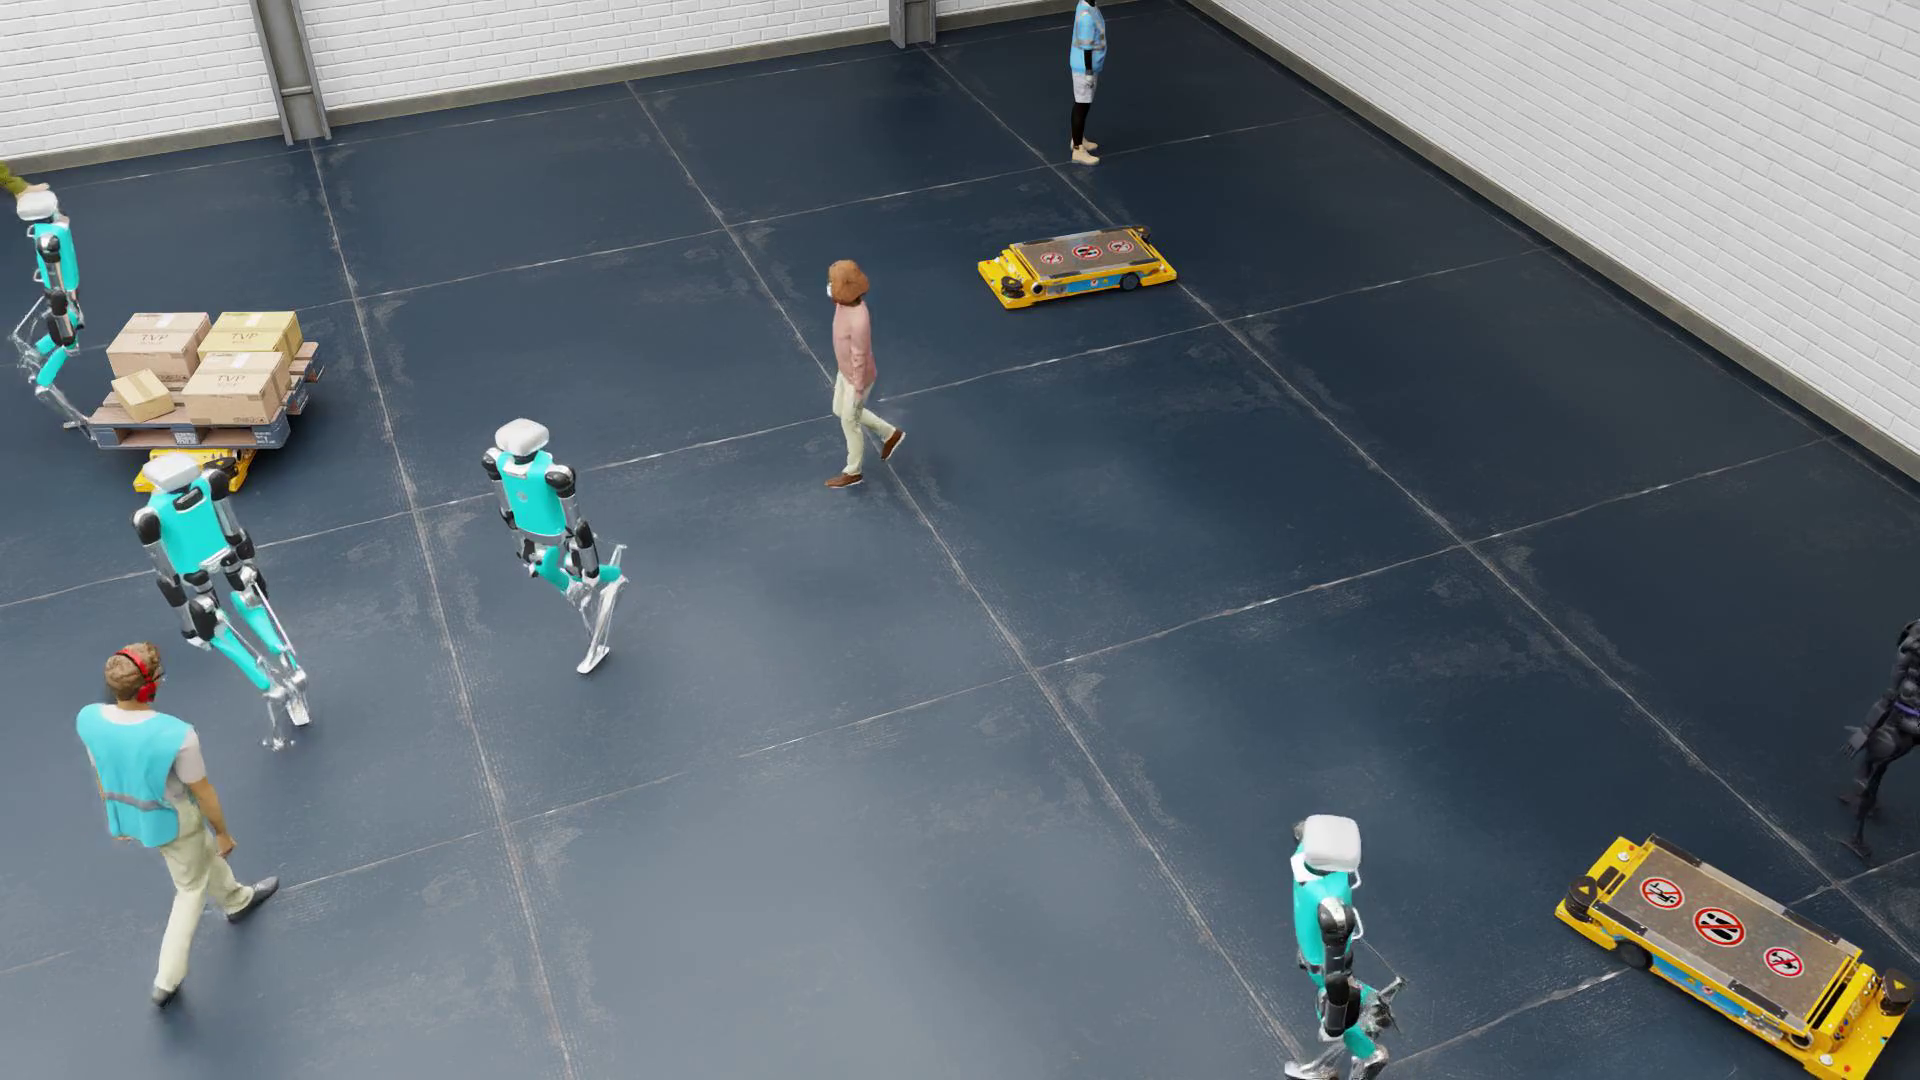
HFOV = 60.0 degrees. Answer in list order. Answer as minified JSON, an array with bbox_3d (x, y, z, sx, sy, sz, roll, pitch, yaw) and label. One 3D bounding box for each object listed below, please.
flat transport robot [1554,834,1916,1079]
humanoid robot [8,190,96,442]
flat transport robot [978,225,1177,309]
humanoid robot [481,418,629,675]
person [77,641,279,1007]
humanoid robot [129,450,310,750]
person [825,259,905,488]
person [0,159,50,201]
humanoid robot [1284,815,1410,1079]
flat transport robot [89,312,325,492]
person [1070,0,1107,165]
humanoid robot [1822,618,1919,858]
[{"bbox_3d":[3.604,1.919,7.775,1.431,0.231,0.659,31,47,34],"label":"flat transport robot"},{"bbox_3d":[-6.025,-1.406,10.903,0.773,1.780,0.533,-12,39,-15],"label":"humanoid robot"},{"bbox_3d":[0.922,-2.152,13.074,1.431,0.231,0.659,-12,39,-15],"label":"flat transport robot"},{"bbox_3d":[-2.093,0.052,9.100,0.541,1.897,0.756,15,40,19],"label":"humanoid robot"},{"bbox_3d":[-3.541,1.262,7.380,0.572,1.800,0.844,12,39,15],"label":"person"},{"bbox_3d":[-3.676,0.389,8.559,0.678,1.789,0.537,19,41,23],"label":"humanoid robot"},{"bbox_3d":[-0.631,-1.053,10.533,0.482,1.616,0.508,-10,39,-12],"label":"person"},{"bbox_3d":[-8.231,-3.478,13.559,0.972,1.781,0.566,-14,40,-17],"label":"person"},{"bbox_3d":[1.628,1.818,6.782,0.742,1.871,0.546,-3,38,-3],"label":"humanoid robot"},{"bbox_3d":[-5.036,-0.806,11.322,0.659,0.231,1.431,0,38,0],"label":"flat transport robot"},{"bbox_3d":[1.113,-4.126,14.470,0.315,1.696,0.540,1,38,2],"label":"person"},{"bbox_3d":[4.517,0.827,8.045,0.615,1.656,0.397,-20,42,-24],"label":"humanoid robot"}]
